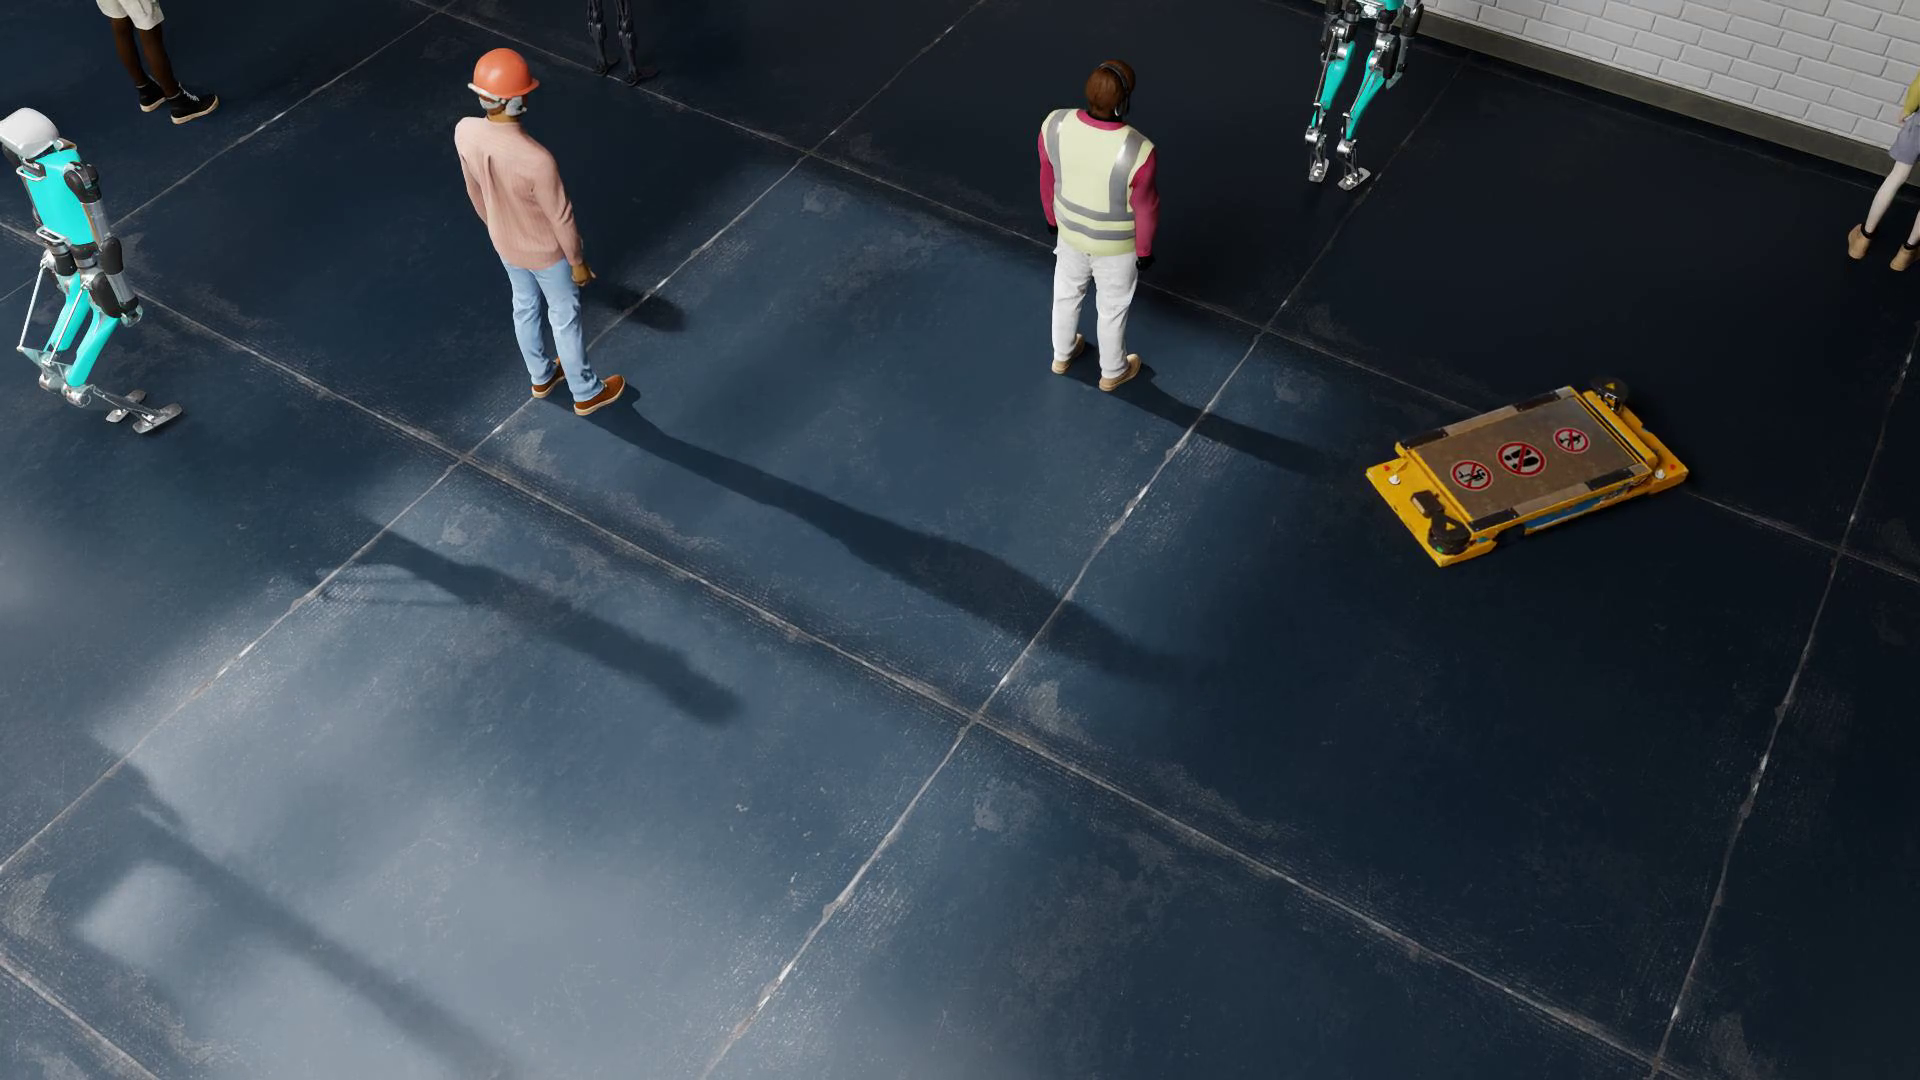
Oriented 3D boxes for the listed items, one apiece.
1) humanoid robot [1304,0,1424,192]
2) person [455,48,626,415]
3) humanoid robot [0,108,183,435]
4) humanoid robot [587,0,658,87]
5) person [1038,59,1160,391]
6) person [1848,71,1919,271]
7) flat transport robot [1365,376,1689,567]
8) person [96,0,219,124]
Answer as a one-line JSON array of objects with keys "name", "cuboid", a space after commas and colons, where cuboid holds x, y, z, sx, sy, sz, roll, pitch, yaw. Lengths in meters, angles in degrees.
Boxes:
[{"name": "humanoid robot", "cuboid": [2.131, -2.611, 9.038, 0.533, 1.672, 0.735, 25, 53, 20]}, {"name": "person", "cuboid": [-2.016, -1.428, 7.926, 0.610, 1.985, 0.388, 25, 54, 21]}, {"name": "humanoid robot", "cuboid": [-4.191, -1.130, 7.740, 0.533, 1.677, 0.735, 25, 53, 20]}, {"name": "humanoid robot", "cuboid": [-2.151, -3.537, 9.965, 0.599, 1.653, 0.315, 25, 53, 20]}, {"name": "person", "cuboid": [0.682, -1.510, 8.092, 0.620, 1.844, 0.429, 25, 54, 21]}, {"name": "person", "cuboid": [5.179, -2.232, 8.691, 0.473, 1.892, 0.385, 25, 54, 21]}, {"name": "flat transport robot", "cuboid": [2.777, -0.350, 8.122, 1.431, 0.231, 0.659, -18, 51, -15]}, {"name": "person", "cuboid": [-4.879, -3.330, 9.605, 0.603, 1.958, 0.374, 25, 54, 21]}]
